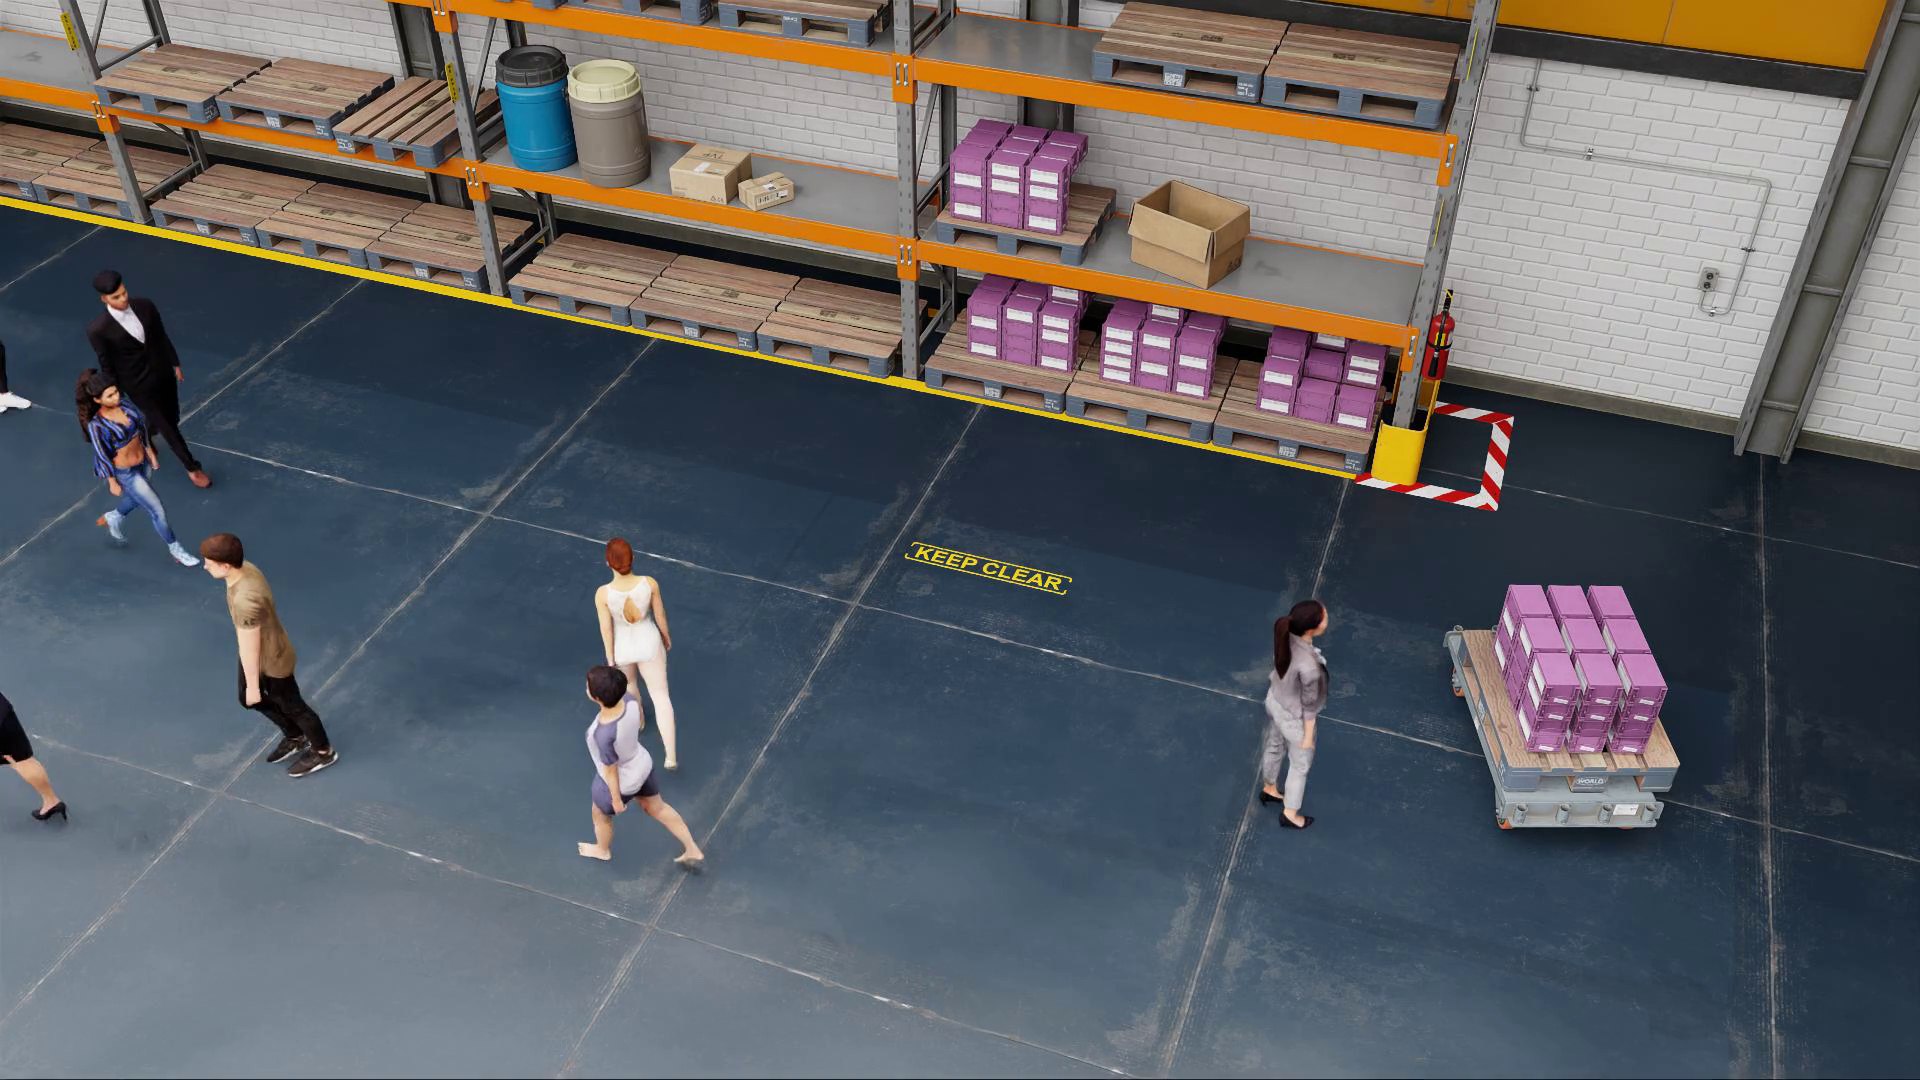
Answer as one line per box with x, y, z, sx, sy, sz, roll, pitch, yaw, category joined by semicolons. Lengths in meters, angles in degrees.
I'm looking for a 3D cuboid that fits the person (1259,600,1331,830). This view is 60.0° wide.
1.882;1.002;9.654;0.781;1.675;0.739;-11;40;-14;person

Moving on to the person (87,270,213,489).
-6.055;-1.209;12.281;1.124;1.852;0.898;23;44;26;person

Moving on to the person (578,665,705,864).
-1.820;1.325;9.365;1.002;1.531;0.587;12;40;15;person

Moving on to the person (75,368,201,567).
-5.842;-0.496;11.594;1.053;1.593;0.693;8;39;10;person

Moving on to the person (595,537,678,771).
-1.933;0.712;10.060;1.003;1.621;1.019;-13;40;-16;person

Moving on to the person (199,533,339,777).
-4.037;0.674;9.934;0.859;1.838;0.783;-22;43;-25;person
